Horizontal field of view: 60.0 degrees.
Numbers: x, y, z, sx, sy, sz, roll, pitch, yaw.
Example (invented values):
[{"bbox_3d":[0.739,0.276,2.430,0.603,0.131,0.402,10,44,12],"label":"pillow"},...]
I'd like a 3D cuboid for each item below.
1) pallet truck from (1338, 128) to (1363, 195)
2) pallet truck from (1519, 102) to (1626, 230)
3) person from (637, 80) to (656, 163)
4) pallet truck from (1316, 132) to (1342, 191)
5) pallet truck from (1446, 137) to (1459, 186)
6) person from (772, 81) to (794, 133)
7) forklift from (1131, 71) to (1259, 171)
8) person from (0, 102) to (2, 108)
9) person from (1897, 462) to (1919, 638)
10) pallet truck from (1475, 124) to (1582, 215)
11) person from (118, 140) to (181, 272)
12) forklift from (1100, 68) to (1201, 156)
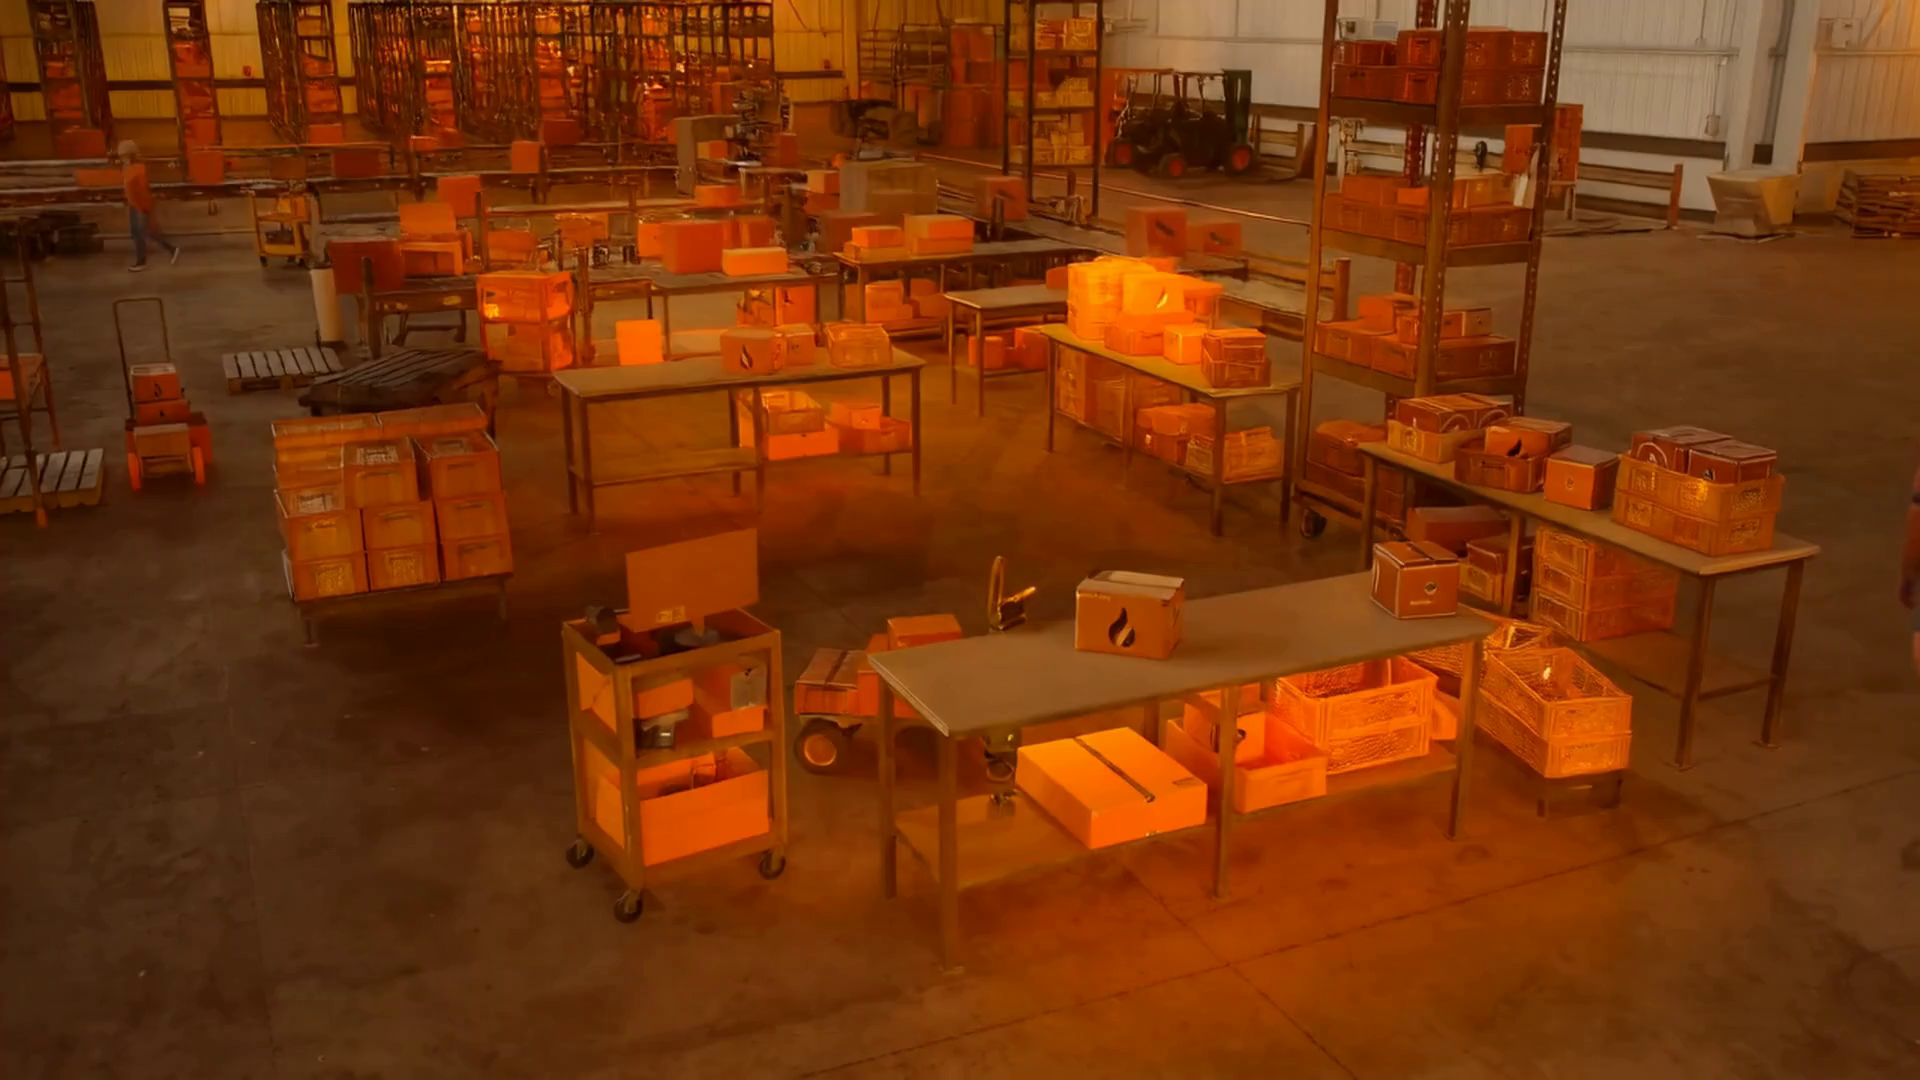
[{"bbox_3d":[7.845,-7.140,31.411,1.522,1.261,0.704,-9,20,-25],"label":"pallet truck"},{"bbox_3d":[9.972,-6.037,26.785,1.885,1.965,0.823,-9,20,-25],"label":"pallet truck"},{"bbox_3d":[-7.035,-9.340,37.337,0.403,1.911,0.637,-6,18,-17],"label":"person"},{"bbox_3d":[7.723,-7.504,32.656,1.601,1.201,0.680,-8,19,-23],"label":"pallet truck"},{"bbox_3d":[9.184,-6.485,29.328,1.630,1.274,0.653,-8,19,-23],"label":"pallet truck"},{"bbox_3d":[-4.098,-9.668,38.488,0.588,1.835,0.403,5,18,16],"label":"person"},{"bbox_3d":[4.998,-8.936,35.413,2.680,1.987,1.157,-9,20,-25],"label":"forklift"},{"bbox_3d":[-28.003,-12.808,48.375,0.395,1.837,0.564,1,18,2],"label":"person"},{"bbox_3d":[4.498,0.137,7.316,0.637,2.013,0.715,4,18,11],"label":"person"},{"bbox_3d":[9.707,-6.455,28.103,1.885,1.965,0.823,-7,19,-20],"label":"pallet truck"},{"bbox_3d":[-10.930,-4.488,22.322,0.531,1.748,0.602,11,21,32],"label":"person"},{"bbox_3d":[4.082,-9.564,37.410,2.680,1.987,1.157,-8,19,-23],"label":"forklift"}]
